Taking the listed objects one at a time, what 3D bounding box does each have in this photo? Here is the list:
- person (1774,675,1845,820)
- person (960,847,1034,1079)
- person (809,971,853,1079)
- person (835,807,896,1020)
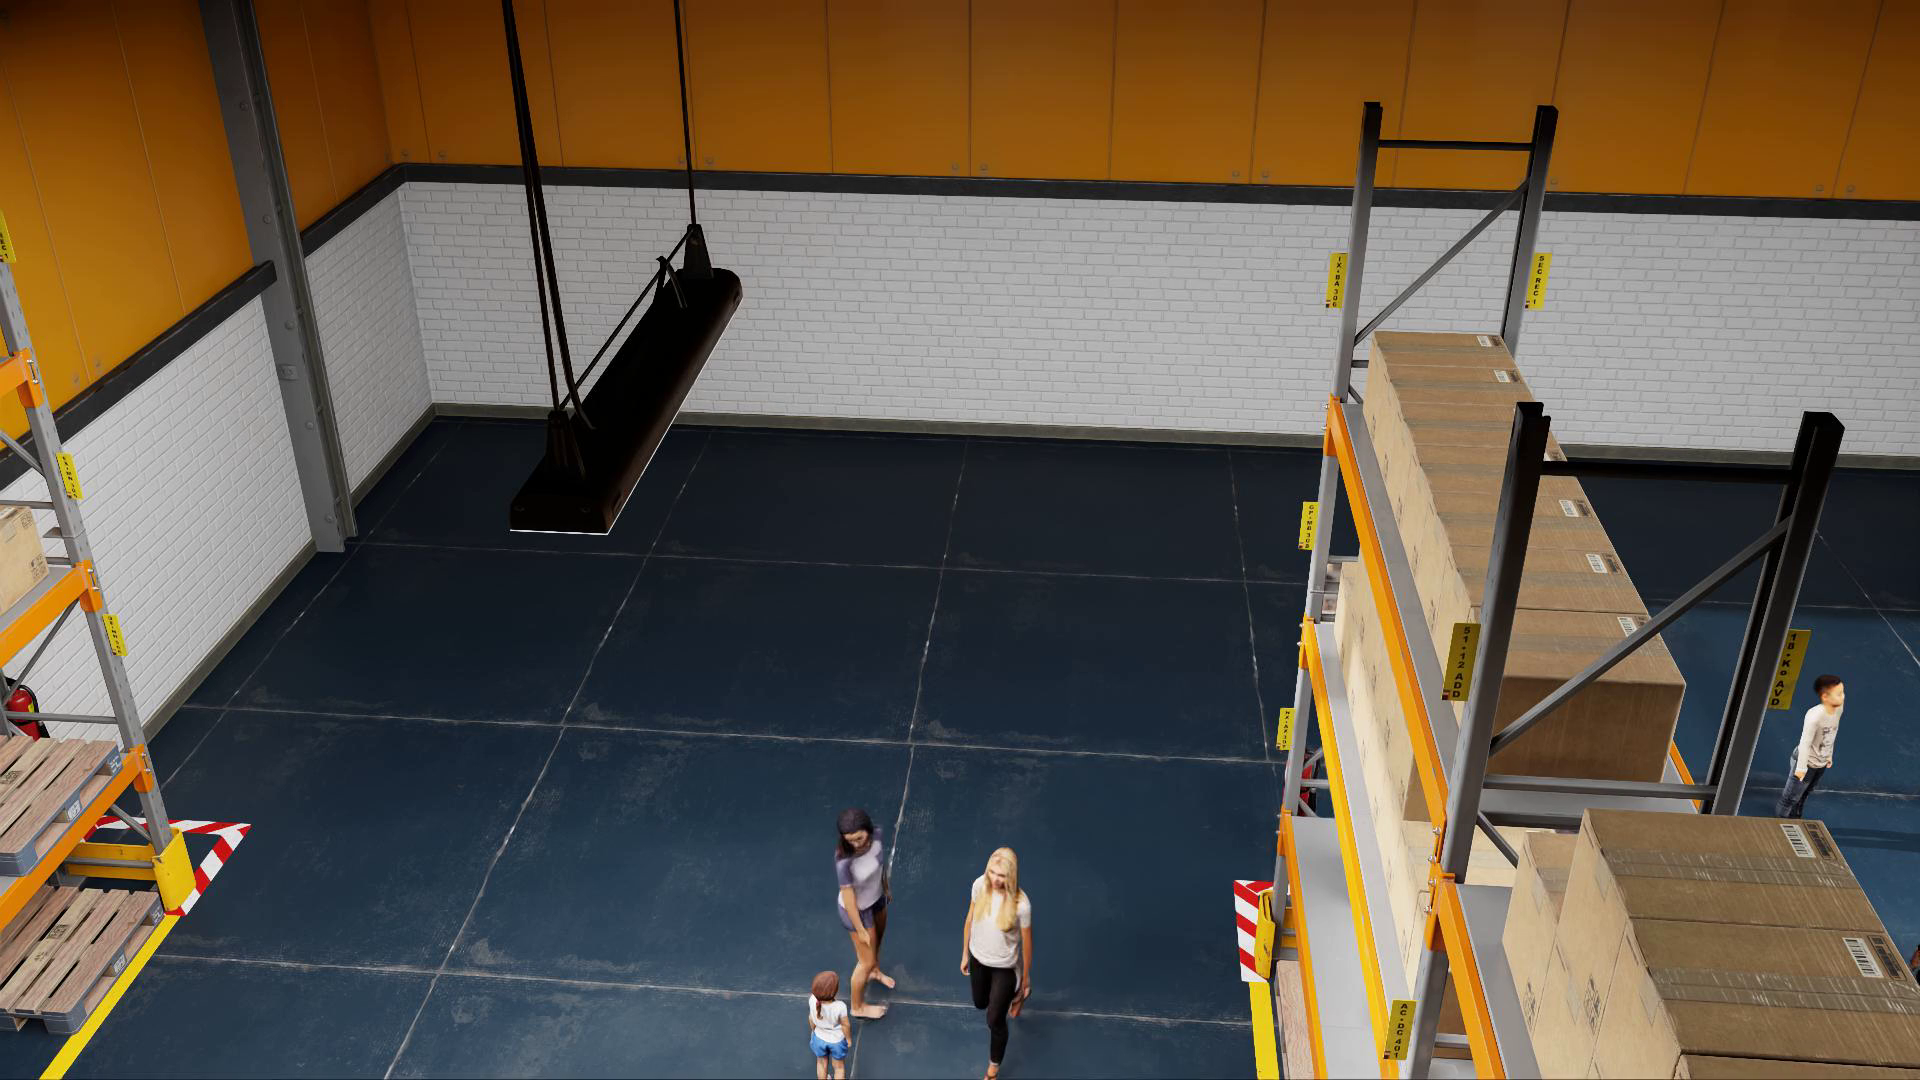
[{"bbox_3d":[6.435,1.654,12.585,0.635,1.467,0.679,-17,33,-29],"label":"person"},{"bbox_3d":[0.267,2.615,10.470,0.899,1.805,1.106,16,32,27],"label":"person"},{"bbox_3d":[-0.817,3.094,10.412,0.460,1.019,0.475,10,30,17],"label":"person"},{"bbox_3d":[-0.664,2.419,10.933,0.783,1.706,0.630,7,29,12],"label":"person"}]
